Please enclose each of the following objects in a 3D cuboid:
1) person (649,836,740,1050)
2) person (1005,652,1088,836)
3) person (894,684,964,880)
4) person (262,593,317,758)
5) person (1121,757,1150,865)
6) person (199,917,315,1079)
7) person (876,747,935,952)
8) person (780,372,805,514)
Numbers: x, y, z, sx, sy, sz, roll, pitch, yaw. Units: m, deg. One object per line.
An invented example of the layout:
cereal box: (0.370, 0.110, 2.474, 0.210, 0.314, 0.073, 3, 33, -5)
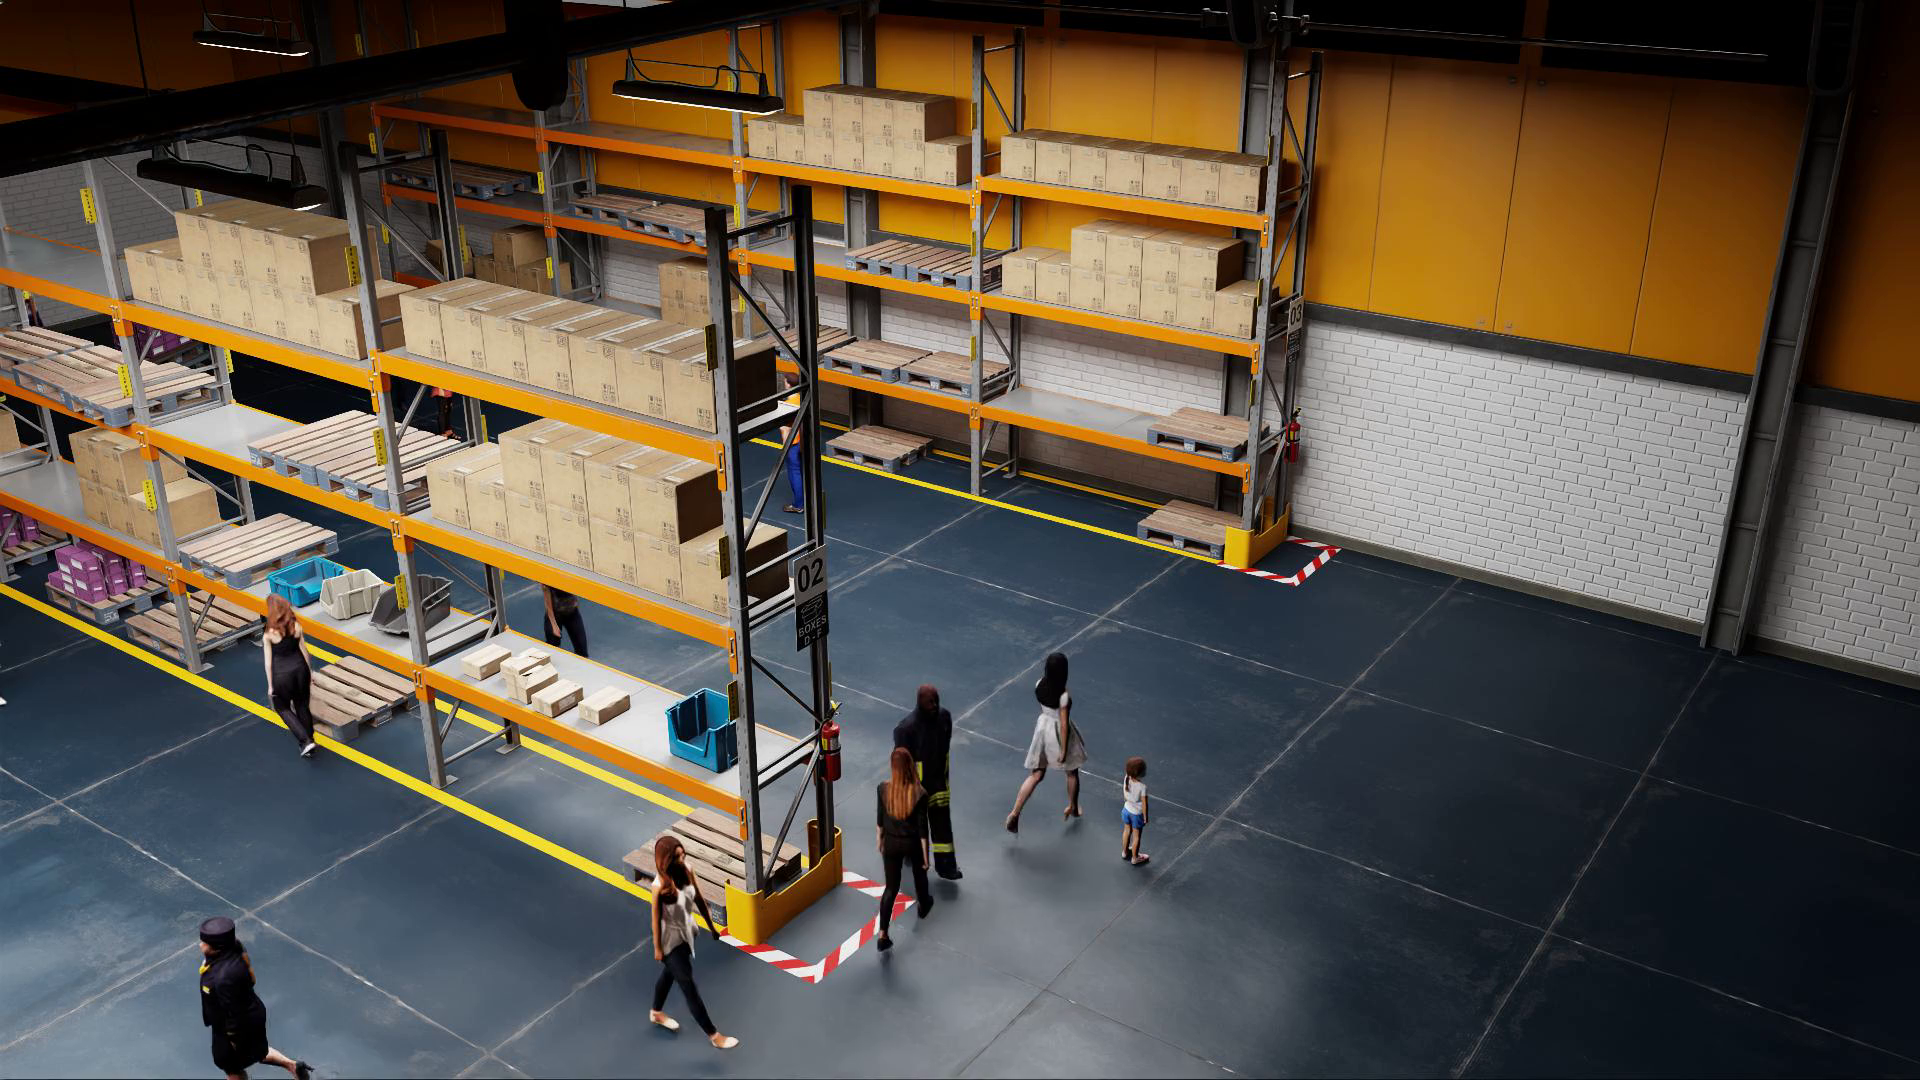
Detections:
person: (-2.154, 2.921, 12.238, 1.109, 1.748, 0.712, 11, 26, 24)
person: (0.747, 1.848, 14.709, 1.128, 1.735, 0.814, 21, 31, 40)
person: (-0.380, 2.004, 14.296, 1.079, 1.778, 1.316, -13, 27, -27)
person: (-6.348, 1.347, 15.860, 0.661, 1.731, 0.777, -22, 32, -40)
person: (1.519, 2.341, 14.475, 0.529, 1.020, 0.423, -17, 29, -33)
person: (-4.909, 3.306, 11.470, 1.051, 1.658, 1.014, -7, 25, -16)
person: (-0.494, 2.506, 13.286, 1.155, 1.669, 0.934, 7, 25, 15)
person: (-2.125, -1.277, 21.665, 0.625, 1.889, 0.682, 14, 27, 29)
